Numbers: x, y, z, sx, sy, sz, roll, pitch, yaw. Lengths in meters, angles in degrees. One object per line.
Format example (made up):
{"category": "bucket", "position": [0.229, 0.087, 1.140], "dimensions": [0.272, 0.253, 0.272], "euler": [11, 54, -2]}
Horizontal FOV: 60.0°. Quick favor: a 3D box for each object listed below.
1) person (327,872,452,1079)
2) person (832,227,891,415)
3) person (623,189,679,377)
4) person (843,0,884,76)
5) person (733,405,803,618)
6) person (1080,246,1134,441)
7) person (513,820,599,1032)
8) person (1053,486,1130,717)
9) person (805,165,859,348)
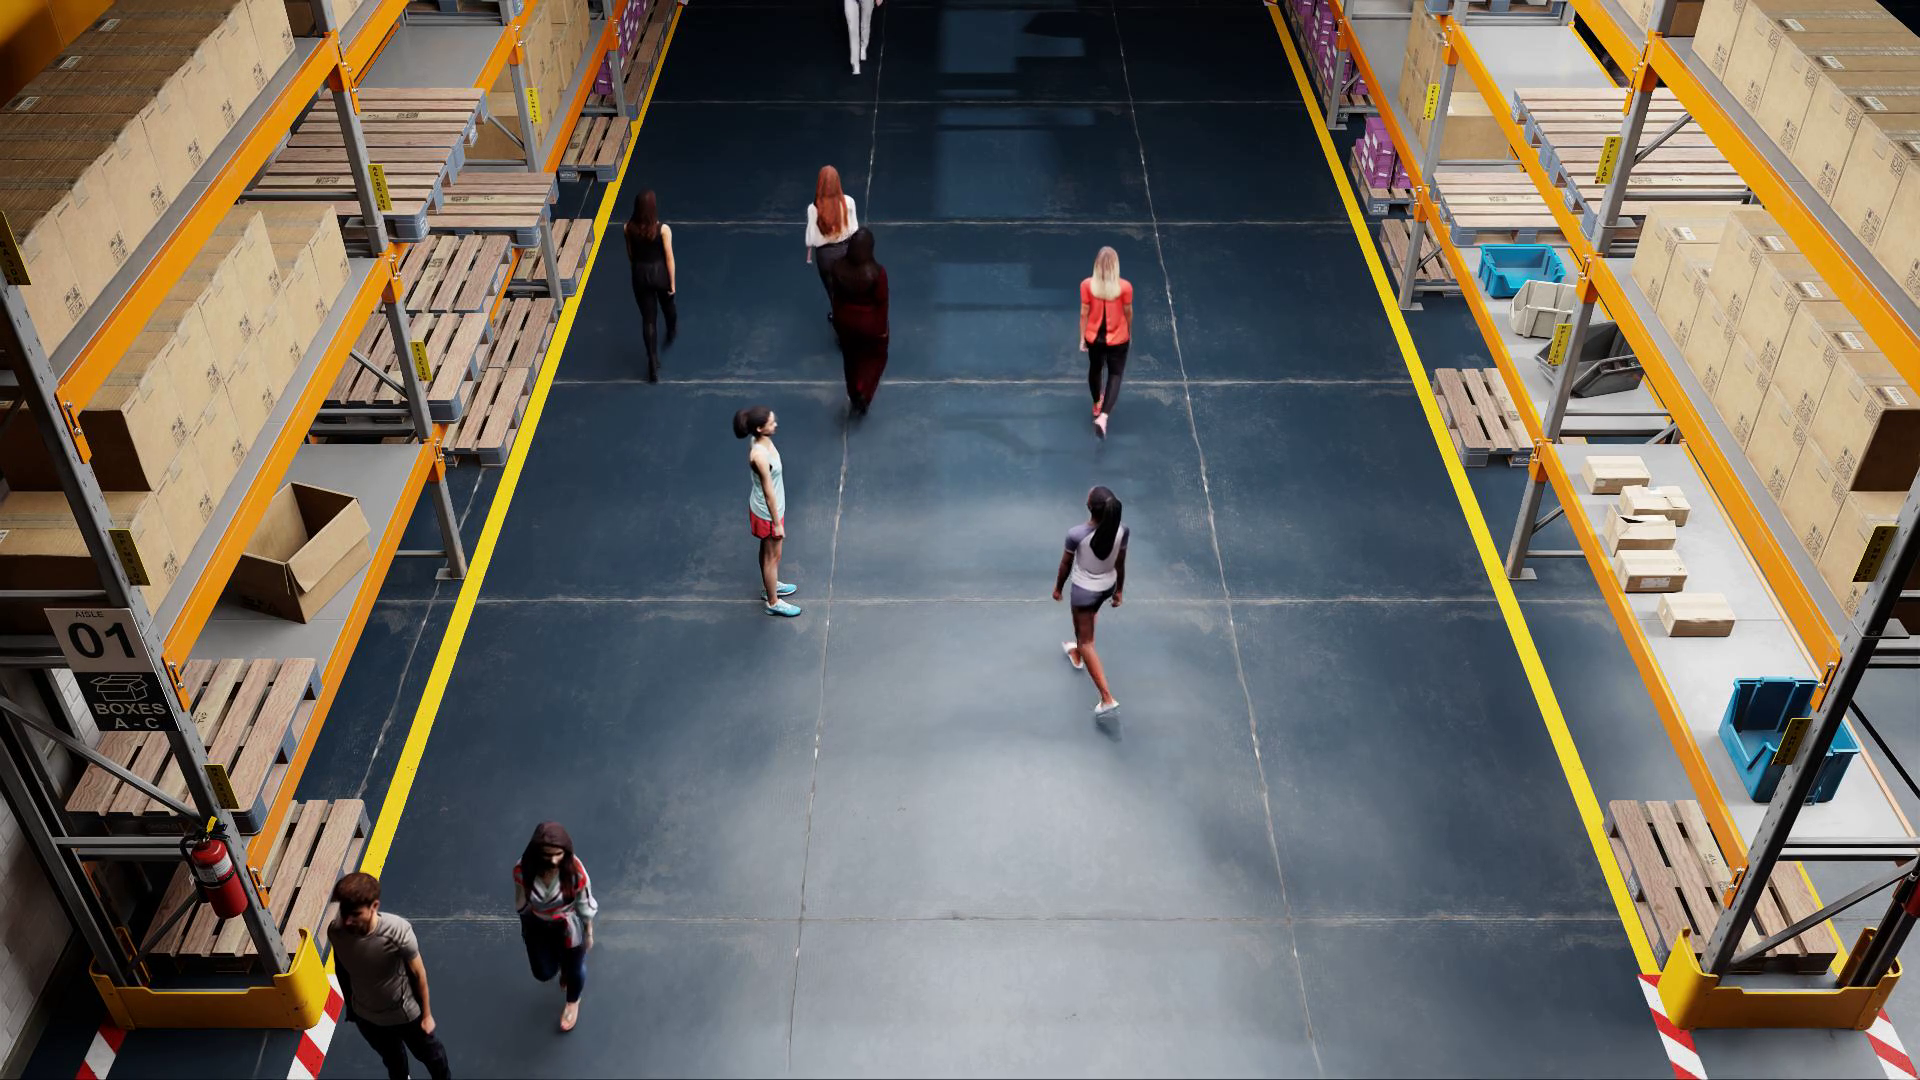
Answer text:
{"category": "person", "position": [-2.954, 2.387, 8.609], "dimensions": [0.669, 1.899, 0.607], "euler": [5, 39, 7]}
{"category": "person", "position": [-0.857, -1.761, 13.931], "dimensions": [0.795, 1.740, 0.874], "euler": [10, 40, 12]}
{"category": "person", "position": [-2.722, -2.230, 14.594], "dimensions": [0.598, 1.646, 1.113], "euler": [-1, 39, -2]}
{"category": "person", "position": [-1.193, -6.536, 19.837], "dimensions": [0.700, 1.832, 1.225], "euler": [-1, 39, -1]}
{"category": "person", "position": [-1.376, -0.221, 11.982], "dimensions": [0.682, 1.766, 0.574], "euler": [-6, 39, -8]}
{"category": "person", "position": [1.198, -1.615, 13.803], "dimensions": [0.787, 1.672, 1.092], "euler": [10, 40, 12]}
{"category": "person", "position": [-2.209, 2.070, 9.247], "dimensions": [0.623, 1.598, 0.664], "euler": [3, 39, 4]}
{"category": "person", "position": [0.919, 0.415, 11.244], "dimensions": [0.928, 1.693, 1.234], "euler": [-15, 41, -18]}
{"category": "person", "position": [-1.092, -2.448, 14.793], "dimensions": [0.825, 1.737, 0.974], "euler": [-17, 42, -20]}
